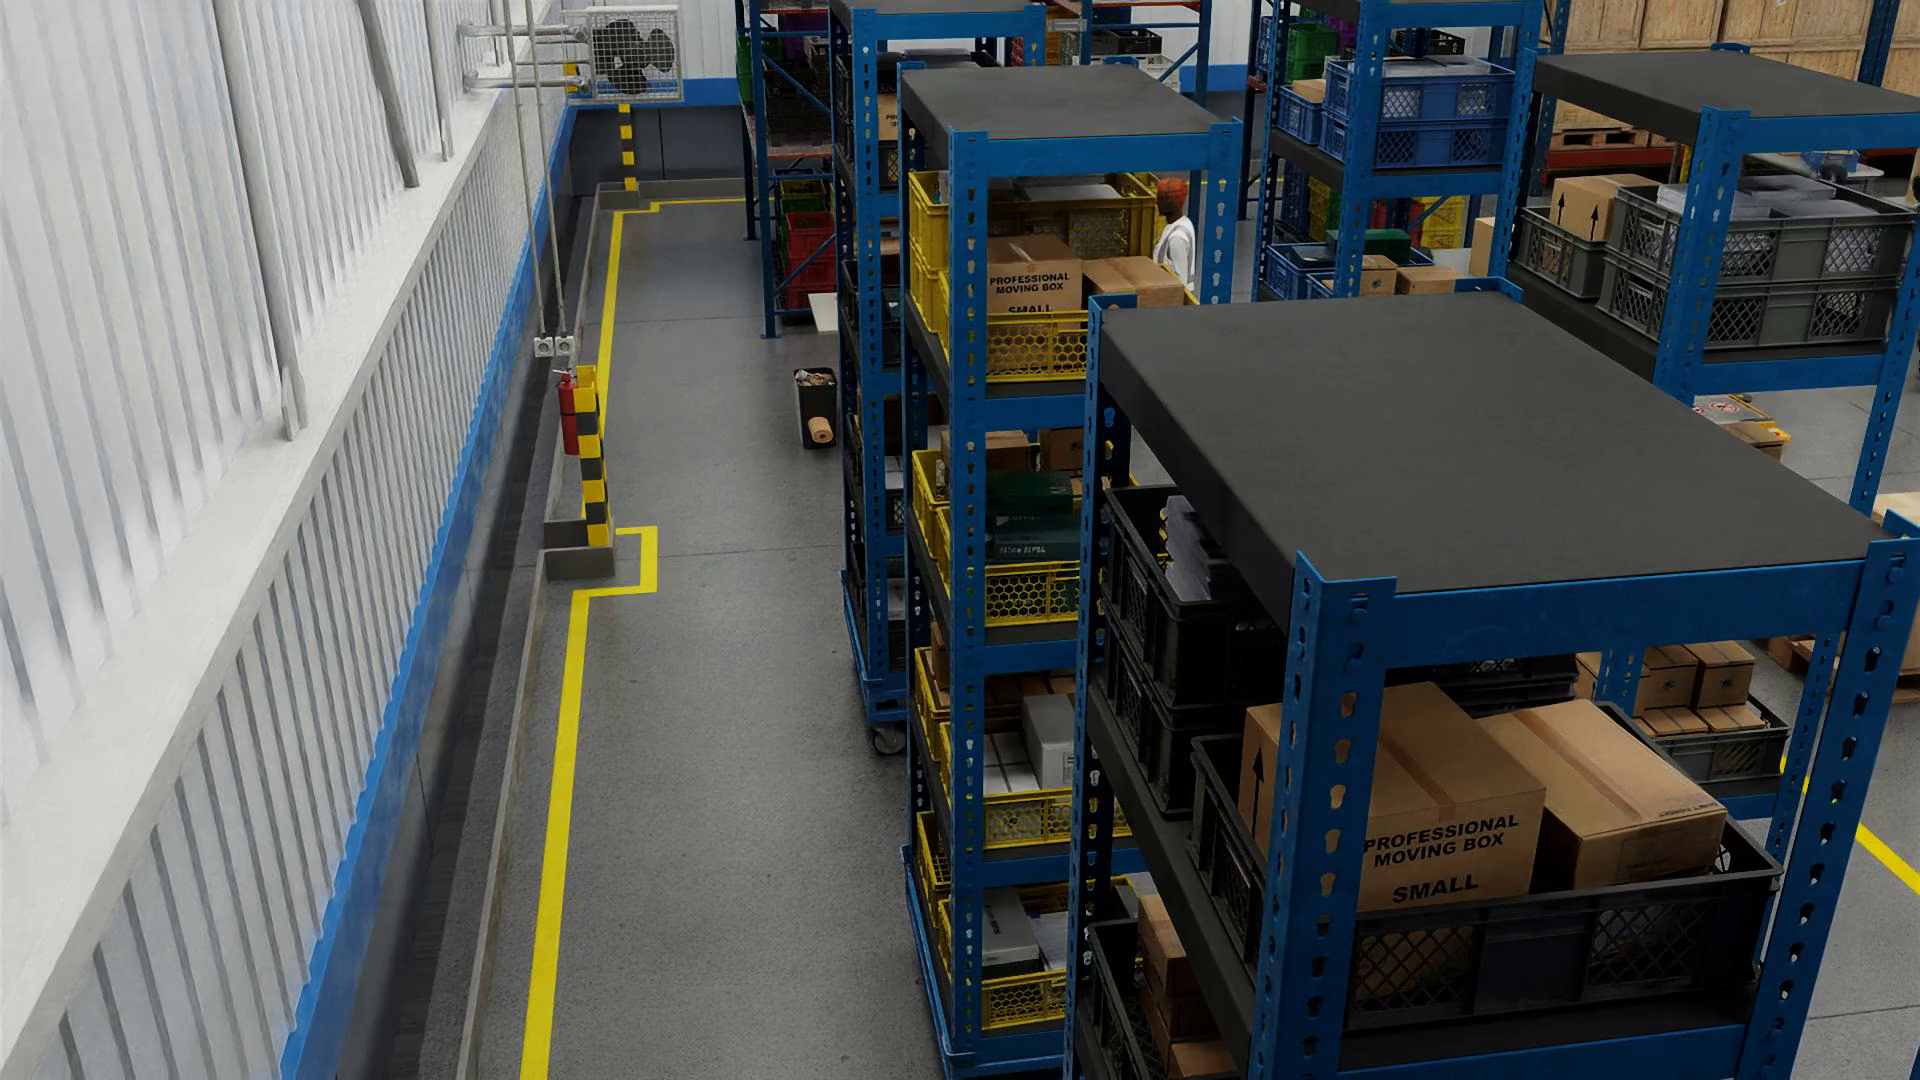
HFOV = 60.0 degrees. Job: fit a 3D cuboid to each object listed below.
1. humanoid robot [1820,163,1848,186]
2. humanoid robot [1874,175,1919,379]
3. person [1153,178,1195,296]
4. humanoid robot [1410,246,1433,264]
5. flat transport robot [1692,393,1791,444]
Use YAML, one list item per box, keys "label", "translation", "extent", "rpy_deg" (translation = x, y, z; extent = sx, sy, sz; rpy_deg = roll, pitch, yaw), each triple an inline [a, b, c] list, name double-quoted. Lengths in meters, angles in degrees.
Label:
- label: "humanoid robot"
  translation: [6.801, -2.214, 13.418]
  extent: [0.637, 1.653, 0.366]
  rpy_deg: [-9, 26, -19]
- label: "humanoid robot"
  translation: [7.510, -2.051, 13.099]
  extent: [0.637, 1.631, 0.494]
  rpy_deg: [11, 27, 23]
- label: "person"
  translation: [1.519, -1.679, 12.017]
  extent: [0.338, 1.879, 0.582]
  rpy_deg: [3, 25, 6]
- label: "humanoid robot"
  translation: [2.980, -1.136, 11.065]
  extent: [0.601, 1.657, 0.330]
  rpy_deg: [6, 25, 13]
- label: "flat transport robot"
  translation: [5.224, -0.859, 12.132]
  extent: [1.431, 0.197, 0.652]
  rpy_deg: [-4, 25, -8]
